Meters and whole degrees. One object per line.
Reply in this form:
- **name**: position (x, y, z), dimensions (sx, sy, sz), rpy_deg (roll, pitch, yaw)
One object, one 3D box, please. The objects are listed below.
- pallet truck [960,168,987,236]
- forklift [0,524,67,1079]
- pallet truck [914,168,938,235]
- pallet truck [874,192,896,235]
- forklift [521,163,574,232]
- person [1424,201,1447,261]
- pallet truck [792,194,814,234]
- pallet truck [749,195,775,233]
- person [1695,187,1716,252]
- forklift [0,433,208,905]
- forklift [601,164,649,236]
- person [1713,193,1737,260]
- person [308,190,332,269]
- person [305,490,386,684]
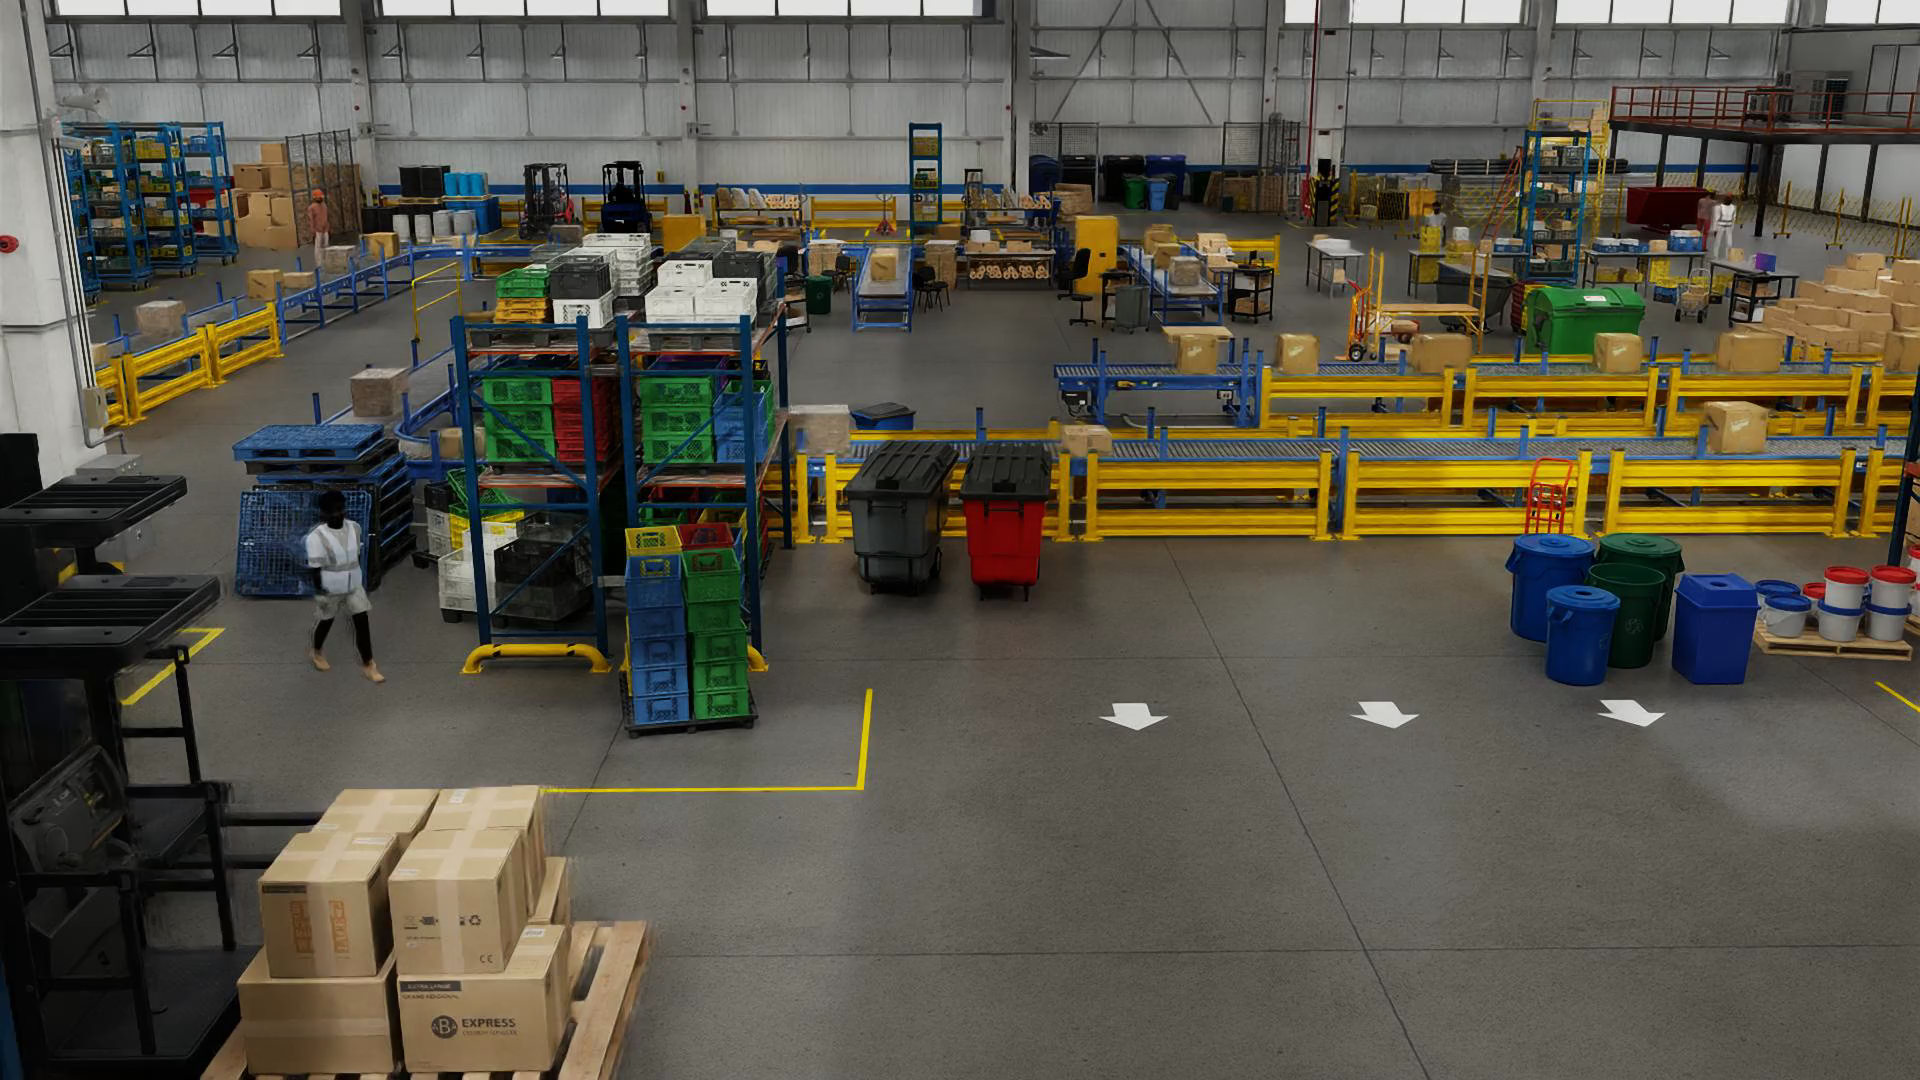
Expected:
- **pallet truck**: position (0.383, -10.230, 50.206), dimensions (0.823, 1.965, 1.885), rpy_deg (-1, 16, -3)
- **forklift**: position (-4.826, 1.370, 8.313), dimensions (1.873, 2.768, 1.129), rpy_deg (0, 16, -1)
- **pallet truck**: position (-0.989, -10.316, 50.507), dimensions (0.823, 1.965, 1.885), rpy_deg (1, 16, 3)
- **pallet truck**: position (-2.277, -9.986, 50.594), dimensions (0.653, 1.274, 1.630), rpy_deg (0, 16, -1)
- **forklift**: position (-12.233, -10.122, 49.298), dimensions (1.157, 1.987, 2.680), rpy_deg (0, 16, -1)
- **person**: position (11.434, -7.217, 40.018), dimensions (0.547, 1.837, 0.835), rpy_deg (4, 16, 12)
- **pallet truck**: position (-4.814, -9.883, 50.259), dimensions (0.704, 1.261, 1.522), rpy_deg (-1, 16, -3)
- **pallet truck**: position (-6.051, -9.967, 50.660), dimensions (0.680, 1.201, 1.601), rpy_deg (0, 16, -1)
- **person**: position (20.518, -8.829, 45.767), dimensions (0.339, 1.757, 0.519), rpy_deg (-11, 19, -33)
- **forklift**: position (-5.952, 0.780, 10.366), dimensions (1.873, 2.768, 1.129), rpy_deg (0, 16, -1)
- **forklift**: position (-9.948, -10.127, 49.296), dimensions (1.157, 1.987, 2.680), rpy_deg (-1, 16, -3)
- **person**: position (19.433, -7.869, 42.239), dimensions (0.590, 1.856, 0.741), rpy_deg (0, 16, -1)
- **person**: position (-15.966, -7.738, 41.548), dimensions (0.376, 1.995, 0.612), rpy_deg (7, 17, 22)
- **person**: position (-5.258, 0.367, 13.987), dimensions (0.863, 1.655, 0.540), rpy_deg (12, 20, 35)
